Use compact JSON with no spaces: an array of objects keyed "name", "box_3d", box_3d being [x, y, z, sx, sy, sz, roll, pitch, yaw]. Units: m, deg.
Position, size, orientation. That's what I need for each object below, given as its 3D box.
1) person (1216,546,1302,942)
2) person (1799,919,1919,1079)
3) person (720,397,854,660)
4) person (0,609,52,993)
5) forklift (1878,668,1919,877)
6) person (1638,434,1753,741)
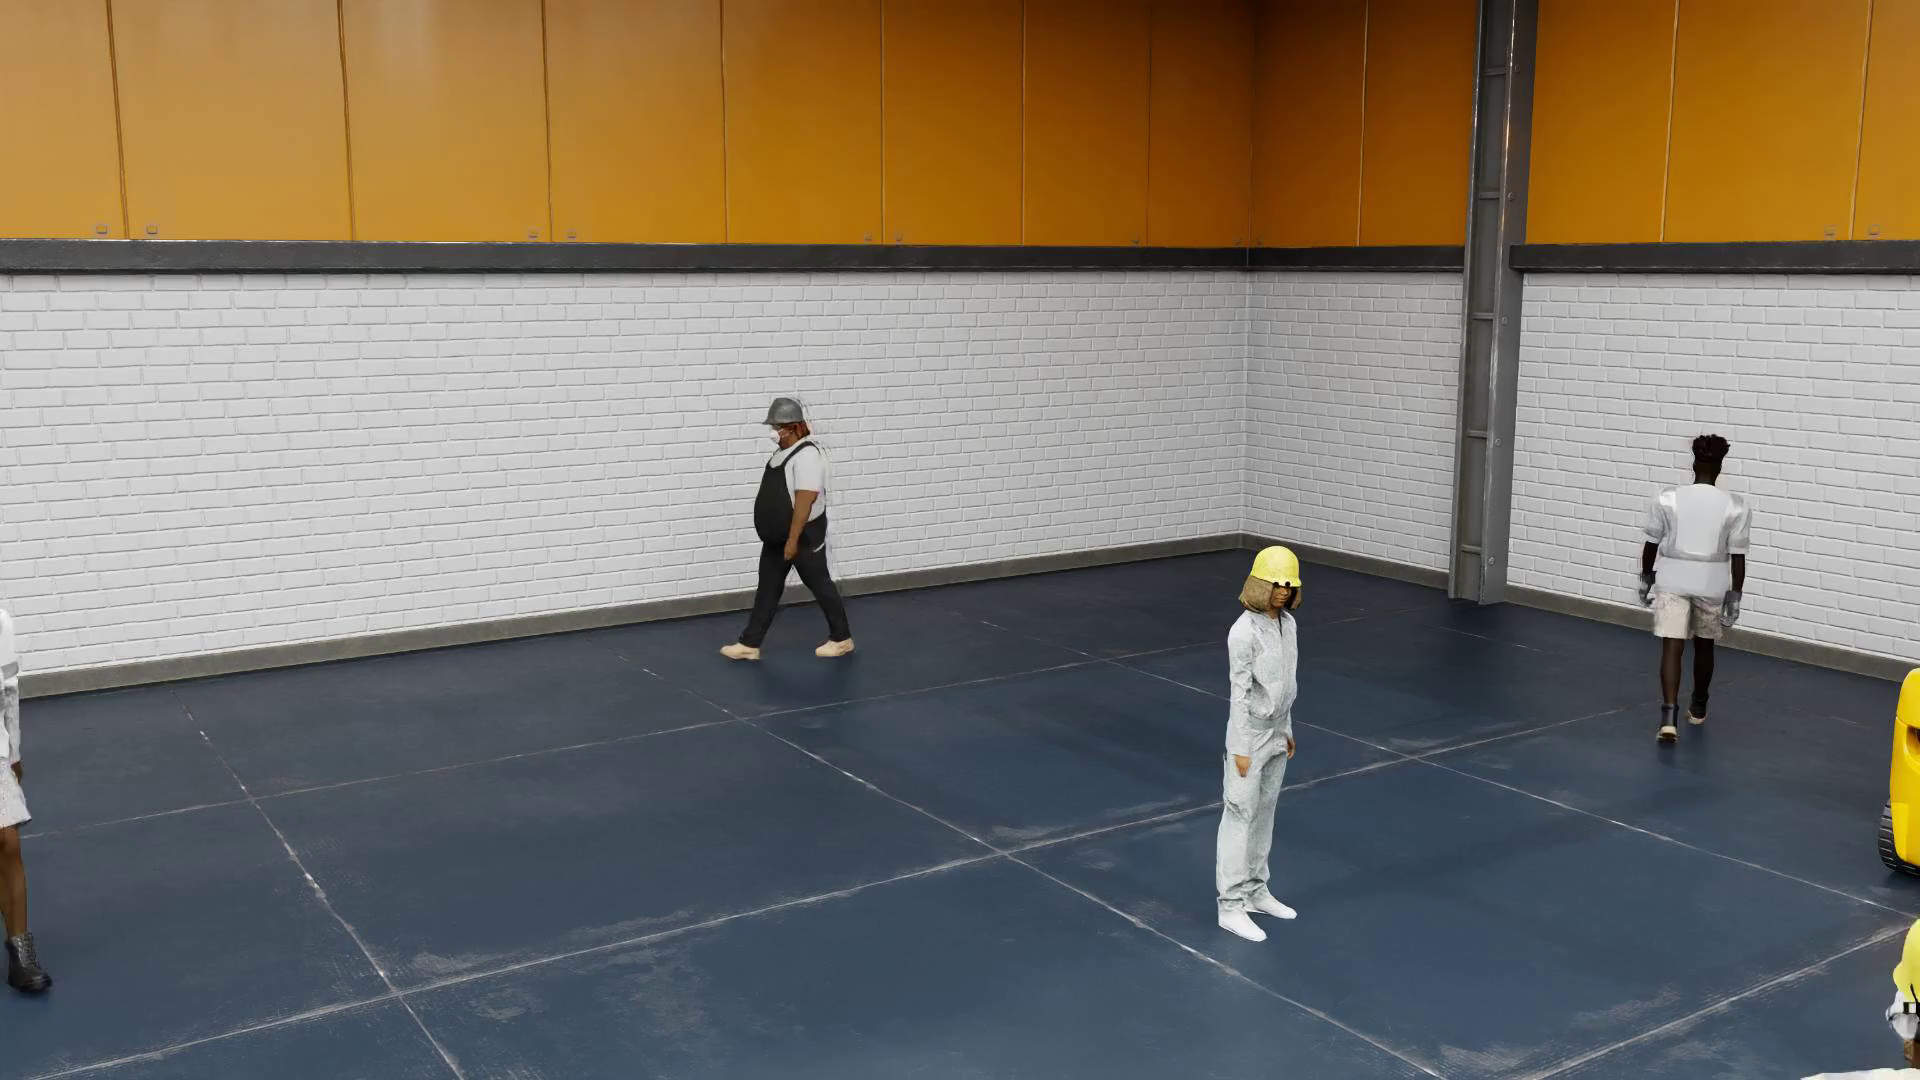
[{"name":"person","box_3d":[1.359,0.883,7.393,0.313,1.740,0.487,8,12,39]},{"name":"person","box_3d":[1.791,1.555,3.105,0.619,1.816,0.428,3,10,16]},{"name":"person","box_3d":[-1.260,-0.103,12.425,1.024,2.000,0.694,-5,11,-29]},{"name":"person","box_3d":[-4.015,0.911,6.715,0.859,1.901,0.563,8,13,41]},{"name":"forklift","box_3d":[5.511,0.571,7.906,2.313,2.155,1.214,-6,11,-33]},{"name":"person","box_3d":[4.604,0.289,10.456,0.620,1.923,1.001,4,10,21]}]
